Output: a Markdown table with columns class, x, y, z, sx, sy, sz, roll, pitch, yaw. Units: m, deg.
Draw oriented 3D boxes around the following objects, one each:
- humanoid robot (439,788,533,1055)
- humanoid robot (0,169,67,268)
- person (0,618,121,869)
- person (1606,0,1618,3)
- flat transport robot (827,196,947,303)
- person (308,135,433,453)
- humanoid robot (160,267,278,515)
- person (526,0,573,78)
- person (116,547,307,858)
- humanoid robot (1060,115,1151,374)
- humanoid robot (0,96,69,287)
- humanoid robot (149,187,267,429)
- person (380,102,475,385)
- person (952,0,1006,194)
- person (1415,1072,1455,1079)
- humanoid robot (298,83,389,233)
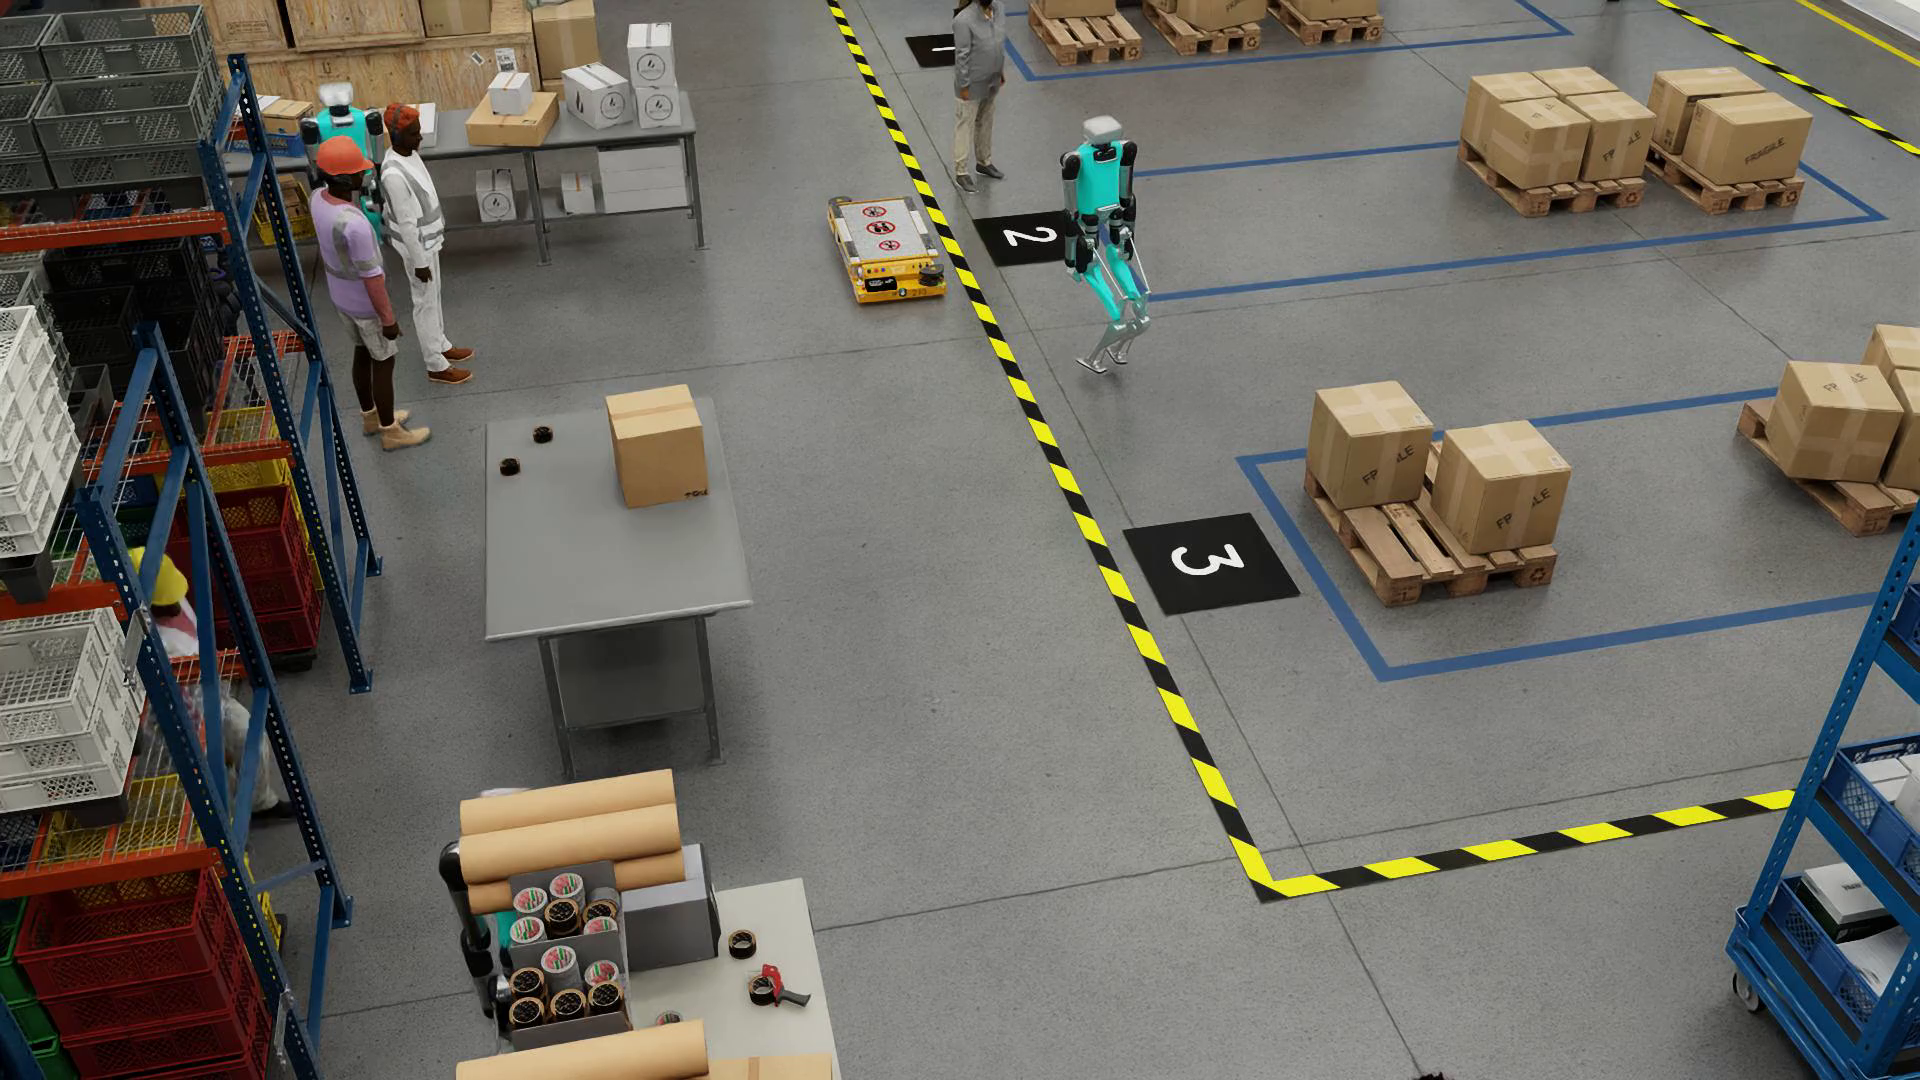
| class | x | y | z | sx | sy | sz | roll | pitch | yaw |
| --- | --- | --- | --- | --- | --- | --- | --- | --- | --- |
| humanoid robot | -1.477 | 1.766 | 5.937 | 0.555 | 1.745 | 0.817 | -6 | 37 | -7 |
| humanoid robot | -6.123 | -1.984 | 11.033 | 0.354 | 1.650 | 0.612 | -6 | 37 | -8 |
| person | -4.150 | 0.784 | 7.182 | 0.620 | 1.844 | 0.429 | -15 | 39 | -19 |
| person | 6.902 | -6.406 | 16.848 | 0.605 | 1.835 | 0.968 | 10 | 38 | 13 |
| flat transport robot | -0.570 | -2.220 | 12.538 | 0.659 | 0.231 | 1.431 | -8 | 37 | -10 |
| person | -3.584 | -1.474 | 10.062 | 0.404 | 2.033 | 0.608 | -28 | 45 | -33 |
| humanoid robot | -4.330 | -0.793 | 9.493 | 0.787 | 1.639 | 0.599 | 0 | 37 | 0 |
| person | -3.458 | -4.559 | 14.292 | 0.415 | 1.932 | 0.611 | 24 | 43 | 29 |
| person | -3.316 | 0.737 | 7.287 | 0.651 | 1.794 | 0.612 | -6 | 37 | -8 |
| humanoid robot | 0.994 | -1.819 | 10.653 | 0.533 | 1.680 | 0.735 | -18 | 40 | -22 |
| humanoid robot | -6.288 | -2.112 | 11.164 | 1.032 | 1.726 | 0.537 | -6 | 37 | -8 |
| humanoid robot | -4.739 | -1.478 | 10.347 | 0.315 | 1.657 | 0.599 | 25 | 43 | 29 |
| person | -3.479 | -1.911 | 10.768 | 0.354 | 1.886 | 0.572 | -5 | 37 | -7 |
| person | 0.155 | -3.673 | 13.238 | 0.405 | 1.761 | 0.563 | 27 | 45 | 32 |
| person | 1.293 | 2.289 | 5.056 | 0.605 | 1.966 | 0.368 | 13 | 39 | 17 |
| humanoid robot | -4.227 | -2.344 | 11.560 | 0.546 | 1.871 | 0.825 | -18 | 40 | -22 |
